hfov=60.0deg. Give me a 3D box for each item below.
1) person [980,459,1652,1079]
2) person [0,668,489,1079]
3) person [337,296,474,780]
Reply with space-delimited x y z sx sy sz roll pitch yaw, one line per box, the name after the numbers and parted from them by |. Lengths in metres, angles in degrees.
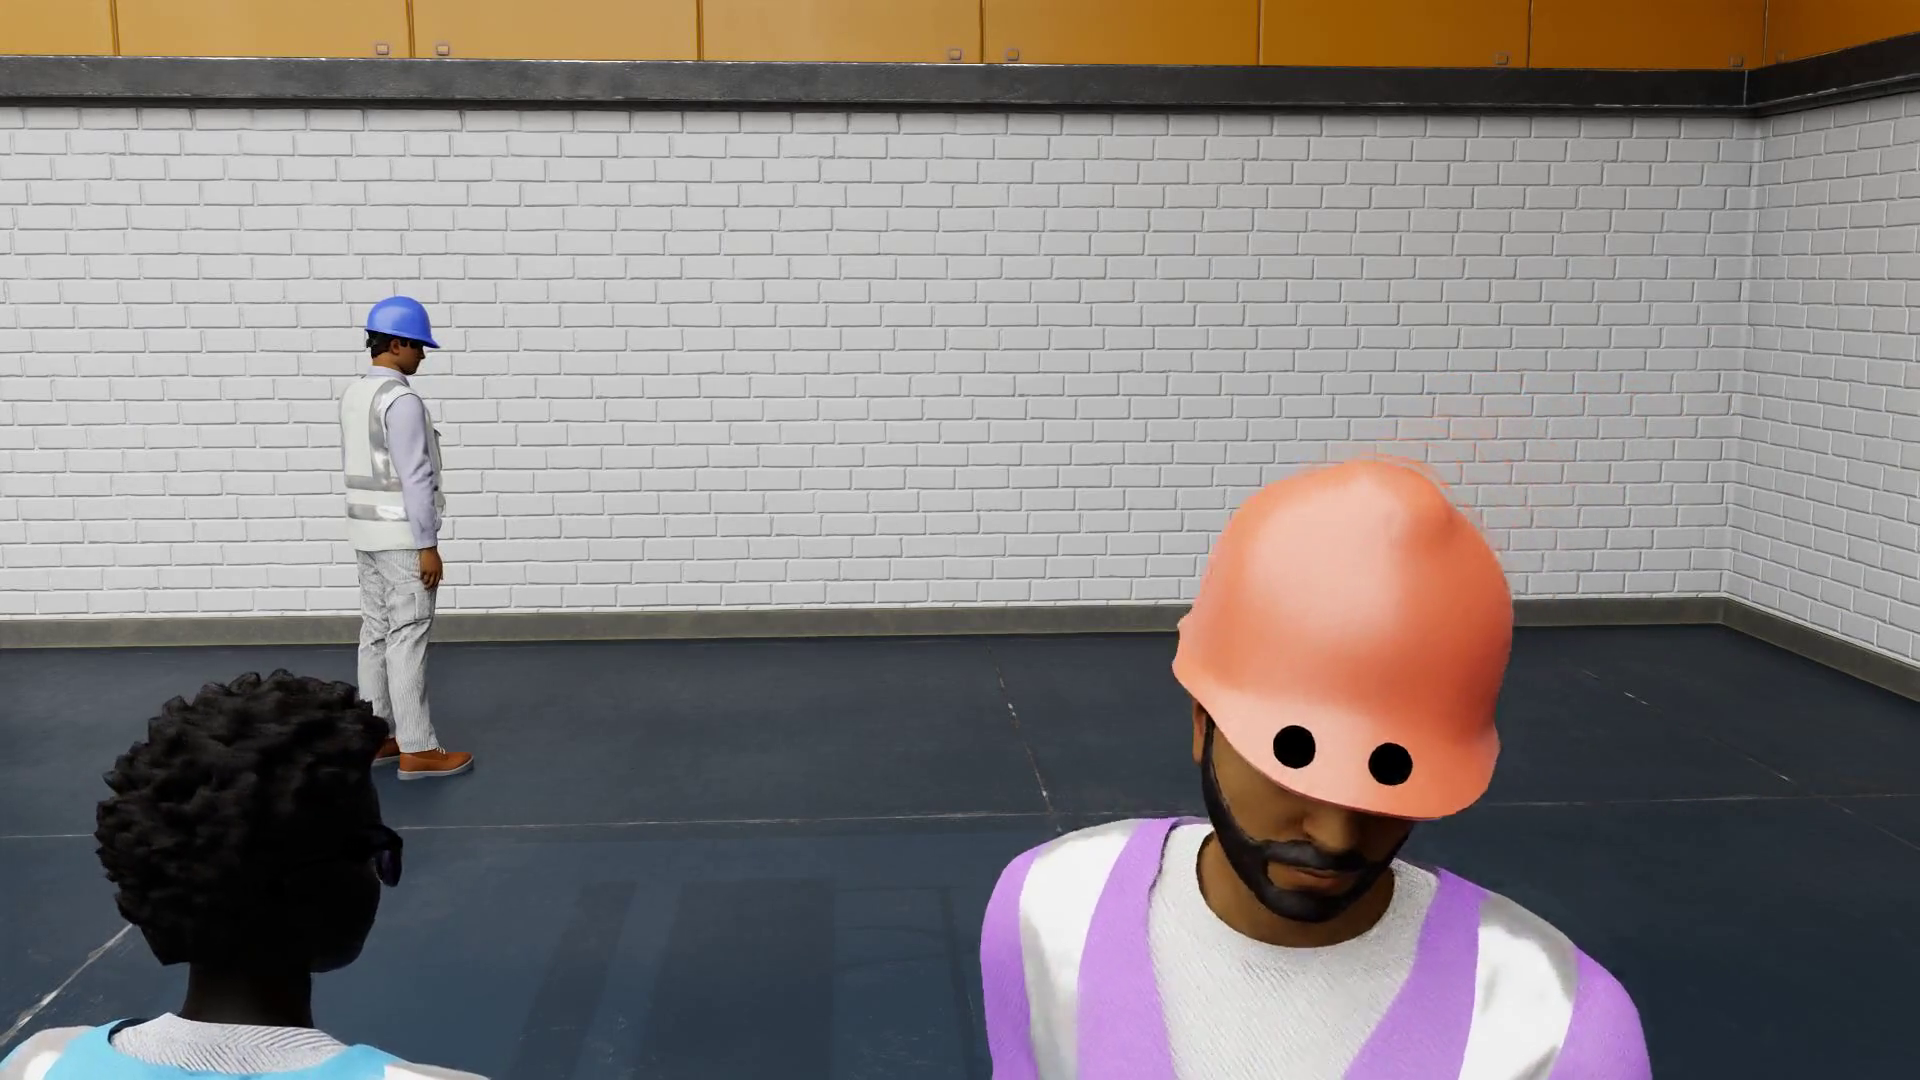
0.216 0.879 1.316 0.566 1.883 0.978 4 10 24 | person
-0.582 0.951 1.454 0.538 1.698 0.320 2 9 12 | person
-2.266 -0.008 6.731 0.402 1.937 0.604 -8 12 -43 | person
